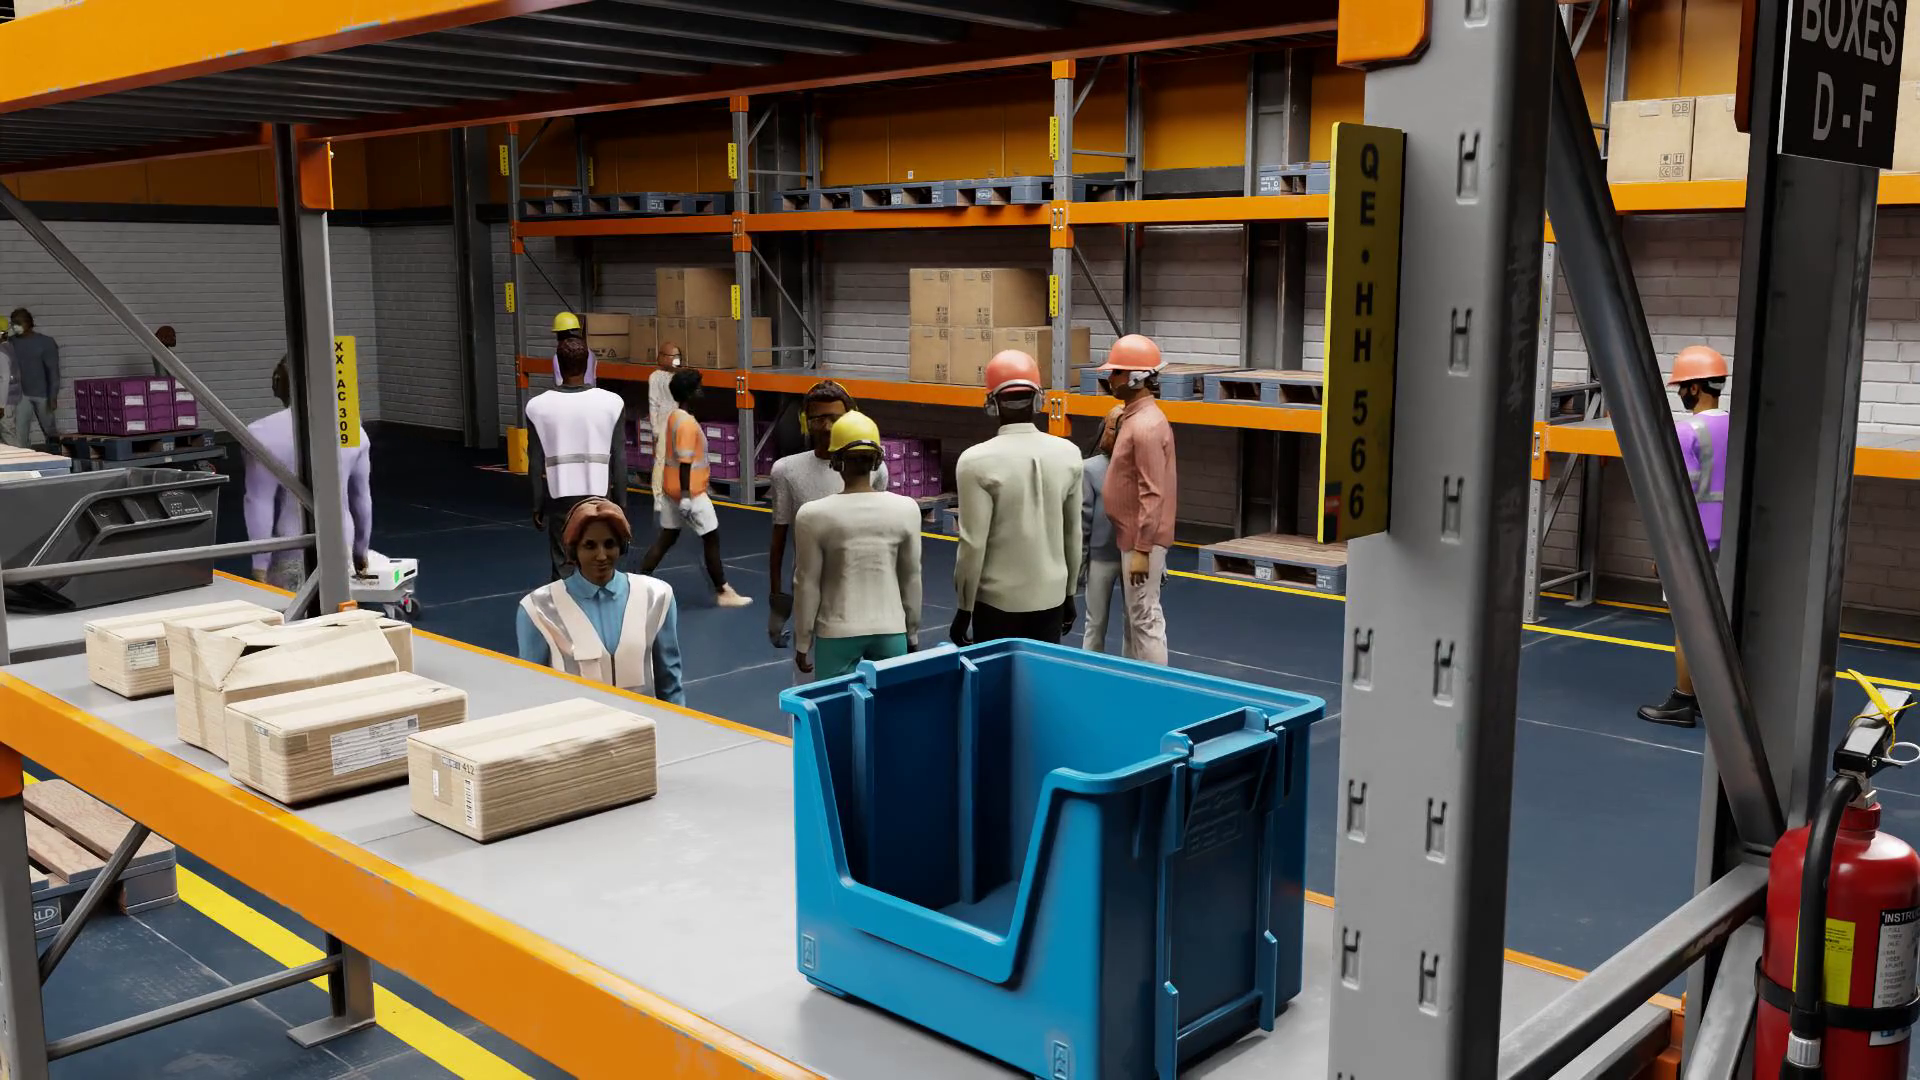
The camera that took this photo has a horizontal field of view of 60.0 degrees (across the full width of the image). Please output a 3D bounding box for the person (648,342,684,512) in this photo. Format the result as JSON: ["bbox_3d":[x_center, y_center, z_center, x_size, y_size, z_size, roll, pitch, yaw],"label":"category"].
[{"bbox_3d":[-2.775,-1.077,15.889,0.286,1.626,0.493,6,11,34],"label":"person"}]

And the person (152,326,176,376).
[{"bbox_3d":[-9.612,-1.779,20.188,0.497,1.629,0.271,8,12,40],"label":"person"}]

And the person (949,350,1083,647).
[{"bbox_3d":[0.225,0.226,6.776,0.623,1.989,0.389,-6,11,-34],"label":"person"}]

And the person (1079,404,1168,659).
[{"bbox_3d":[0.824,0.119,8.524,0.498,1.634,0.281,-2,9,-9],"label":"person"}]

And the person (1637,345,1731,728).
[{"bbox_3d":[3.717,-0.015,8.433,0.543,1.934,0.362,-6,11,-34],"label":"person"}]

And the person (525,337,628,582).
[{"bbox_3d":[-2.280,-0.249,9.959,0.582,1.911,0.392,-2,10,-13],"label":"person"}]

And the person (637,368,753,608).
[{"bbox_3d":[-1.879,-0.338,11.263,0.852,1.655,0.536,-3,10,-20],"label":"person"}]

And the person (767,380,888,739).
[{"bbox_3d":[-0.537,0.265,6.912,0.534,1.868,0.310,-2,9,-11],"label":"person"}]

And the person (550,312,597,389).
[{"bbox_3d":[-3.554,-1.122,15.249,0.386,1.922,0.594,3,10,20],"label":"person"}]

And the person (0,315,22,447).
[{"bbox_3d":[-10.265,-1.499,17.826,0.403,1.837,0.590,-4,10,-23],"label":"person"}]

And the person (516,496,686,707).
[{"bbox_3d":[-1.096,0.676,5.120,0.519,1.634,0.311,-5,10,-27],"label":"person"}]

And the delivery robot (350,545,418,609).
[{"bbox_3d":[-3.912,0.237,10.817,0.707,0.478,0.477,1,9,5],"label":"delivery robot"}]

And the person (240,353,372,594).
[{"bbox_3d":[-3.131,0.058,7.995,0.526,1.922,0.655,8,12,41],"label":"person"}]

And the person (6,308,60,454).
[{"bbox_3d":[-10.015,-1.541,17.920,0.650,1.882,1.018,-1,9,-6],"label":"person"}]

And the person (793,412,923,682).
[{"bbox_3d":[-0.405,0.373,6.592,0.527,1.760,0.339,-3,10,-20],"label":"person"}]

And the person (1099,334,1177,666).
[{"bbox_3d":[0.872,-0.014,8.232,0.387,1.996,0.611,0,9,3],"label":"person"}]
